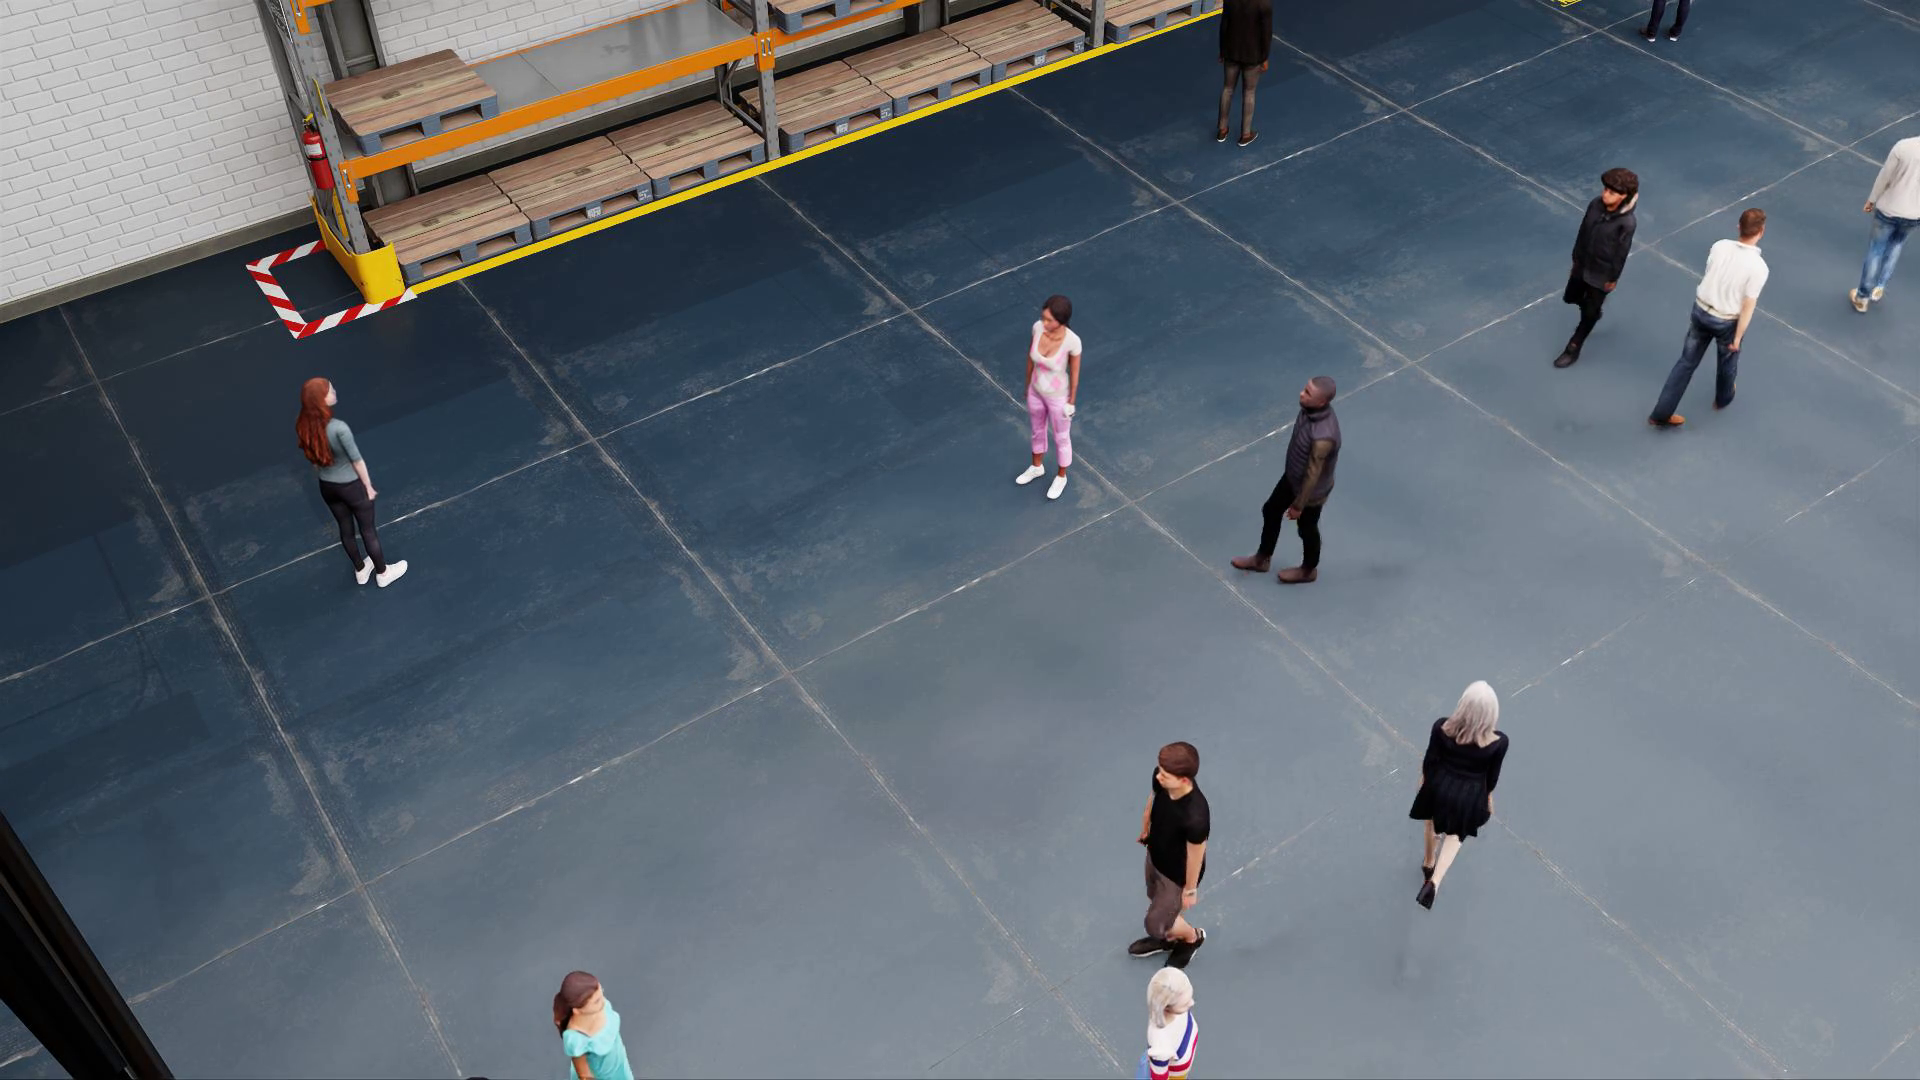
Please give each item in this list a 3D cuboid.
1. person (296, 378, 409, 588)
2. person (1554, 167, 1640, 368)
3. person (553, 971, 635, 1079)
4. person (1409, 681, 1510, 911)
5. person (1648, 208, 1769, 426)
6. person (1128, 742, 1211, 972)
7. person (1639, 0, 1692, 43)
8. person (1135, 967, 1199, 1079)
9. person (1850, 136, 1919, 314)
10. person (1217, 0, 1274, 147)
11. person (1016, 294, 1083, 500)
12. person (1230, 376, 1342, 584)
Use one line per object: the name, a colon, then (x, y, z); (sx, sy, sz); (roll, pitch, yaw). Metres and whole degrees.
person: (-4.207, -0.374, 11.371); (0.662, 1.743, 0.698); (14, 45, 14)
person: (5.144, -2.211, 13.284); (0.847, 1.765, 0.616); (-26, 49, -25)
person: (-1.877, 2.647, 8.342); (0.922, 1.546, 0.866); (7, 44, 8)
person: (2.790, 1.491, 9.421); (0.837, 1.733, 0.958); (18, 46, 18)
person: (5.669, -1.631, 12.656); (1.111, 1.790, 0.711); (-19, 47, -19)
person: (1.253, 1.731, 9.084); (0.768, 1.850, 0.776); (-14, 45, -15)
person: (7.548, -6.091, 17.298); (0.689, 1.844, 0.797); (0, 44, 0)
person: (0.985, 2.642, 8.157); (0.775, 1.809, 0.699); (9, 44, 9)
person: (7.757, -2.673, 13.678); (0.784, 1.889, 0.820); (13, 45, 13)
person: (2.689, -4.606, 15.770); (0.740, 1.802, 0.725); (20, 47, 20)
person: (0.665, -1.062, 12.092); (0.636, 1.744, 0.609); (28, 50, 26)
person: (2.438, -0.379, 11.321); (1.016, 1.820, 0.943); (-2, 44, -2)
